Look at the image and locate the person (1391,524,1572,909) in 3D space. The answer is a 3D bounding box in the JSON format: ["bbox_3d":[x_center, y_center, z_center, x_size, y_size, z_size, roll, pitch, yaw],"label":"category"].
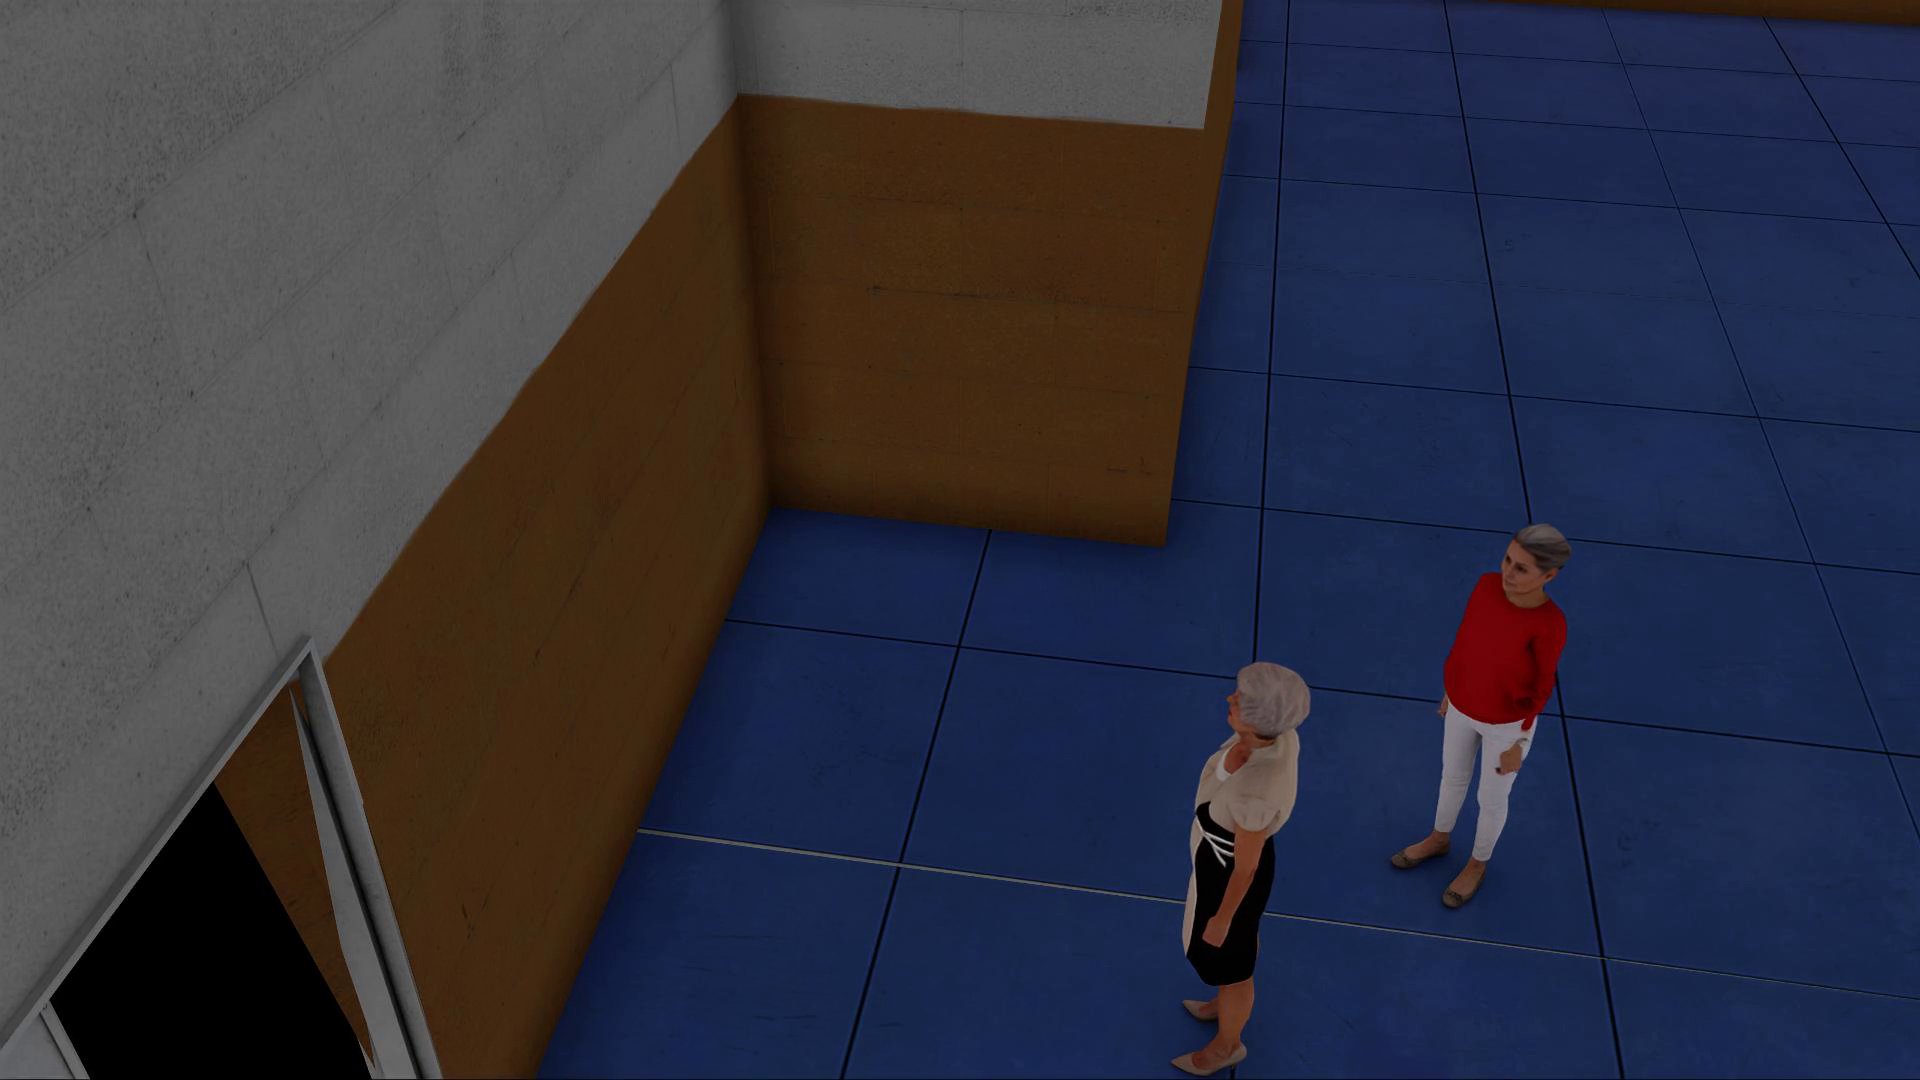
[{"bbox_3d":[1.912,0.634,5.996,0.698,1.693,0.639,-23,43,-27],"label":"person"}]

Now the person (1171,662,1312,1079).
[{"bbox_3d":[0.904,1.084,5.344,0.554,1.756,0.643,10,38,13],"label":"person"}]
